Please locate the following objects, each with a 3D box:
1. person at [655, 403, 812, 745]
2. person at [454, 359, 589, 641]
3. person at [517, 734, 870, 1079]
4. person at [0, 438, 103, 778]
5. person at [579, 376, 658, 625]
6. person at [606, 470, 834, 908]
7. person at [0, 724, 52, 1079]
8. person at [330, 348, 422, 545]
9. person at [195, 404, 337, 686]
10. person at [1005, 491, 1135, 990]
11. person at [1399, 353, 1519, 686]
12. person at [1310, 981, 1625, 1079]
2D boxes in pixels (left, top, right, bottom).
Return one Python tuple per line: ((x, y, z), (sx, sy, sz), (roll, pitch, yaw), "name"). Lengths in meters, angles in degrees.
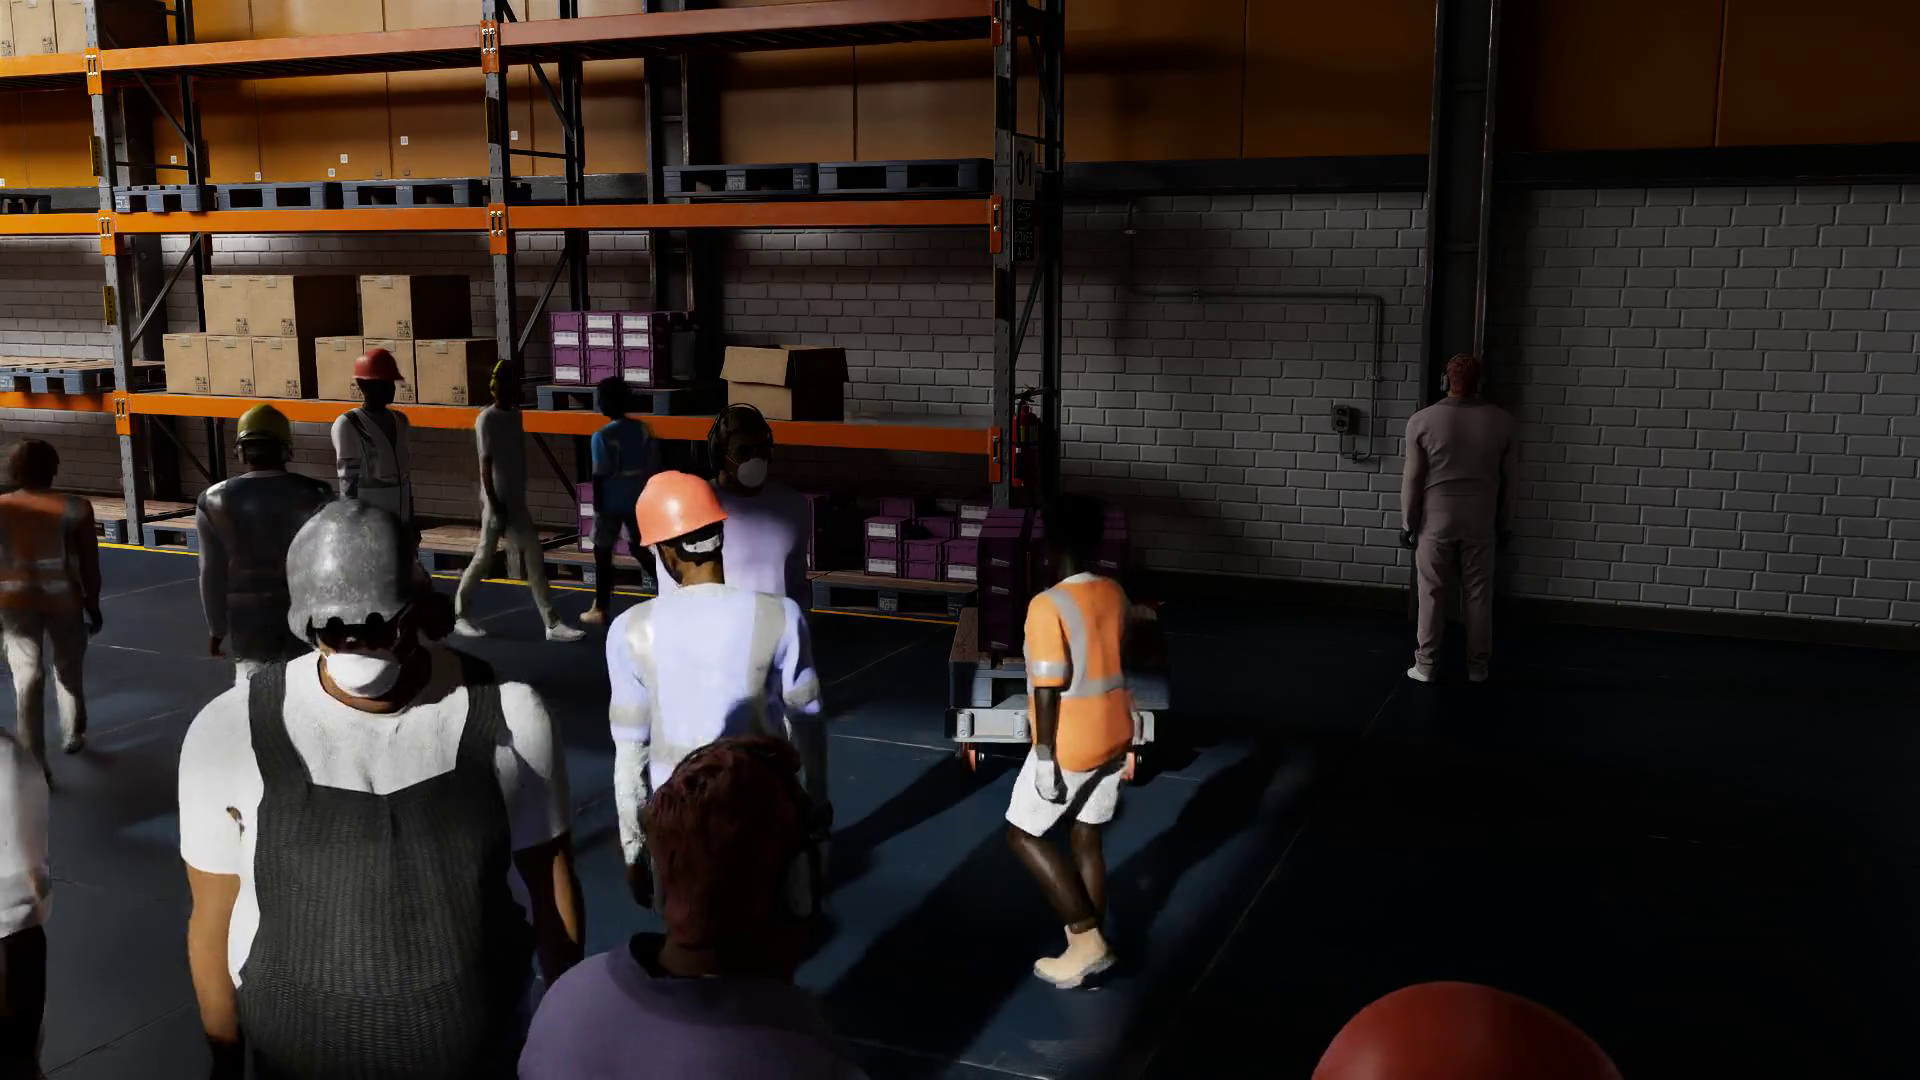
((-0.777, 0.480, 5.905), (0.634, 1.937, 0.355), (-8, 12, -40), "person")
((-2.909, -0.242, 10.610), (0.996, 1.822, 0.544), (3, 10, 18), "person")
((-0.302, 1.166, 2.056), (0.645, 1.868, 0.946), (8, 13, 41), "person")
((-4.375, 0.312, 7.917), (0.525, 1.600, 0.837), (-4, 10, -24), "person")
((-2.229, -0.250, 11.033), (0.687, 1.679, 0.552), (6, 11, 34), "person")
((-0.654, 0.743, 4.555), (0.568, 1.863, 1.032), (0, 9, 0), "person")
((-1.916, 0.935, 3.092), (0.655, 1.963, 0.363), (5, 11, 27), "person")
((-3.301, -0.124, 9.517), (0.350, 1.941, 0.545), (4, 10, 21), "person")
((-2.930, 0.330, 7.155), (0.587, 1.822, 0.404), (-3, 10, -17), "person")
((0.379, 0.674, 5.507), (0.365, 1.675, 0.547), (7, 12, 37), "person")
((2.841, -0.110, 9.533), (0.651, 1.907, 0.409), (1, 9, 4), "person")
((0.395, 1.257, 1.255), (0.614, 1.935, 0.783), (6, 11, 32), "person")
